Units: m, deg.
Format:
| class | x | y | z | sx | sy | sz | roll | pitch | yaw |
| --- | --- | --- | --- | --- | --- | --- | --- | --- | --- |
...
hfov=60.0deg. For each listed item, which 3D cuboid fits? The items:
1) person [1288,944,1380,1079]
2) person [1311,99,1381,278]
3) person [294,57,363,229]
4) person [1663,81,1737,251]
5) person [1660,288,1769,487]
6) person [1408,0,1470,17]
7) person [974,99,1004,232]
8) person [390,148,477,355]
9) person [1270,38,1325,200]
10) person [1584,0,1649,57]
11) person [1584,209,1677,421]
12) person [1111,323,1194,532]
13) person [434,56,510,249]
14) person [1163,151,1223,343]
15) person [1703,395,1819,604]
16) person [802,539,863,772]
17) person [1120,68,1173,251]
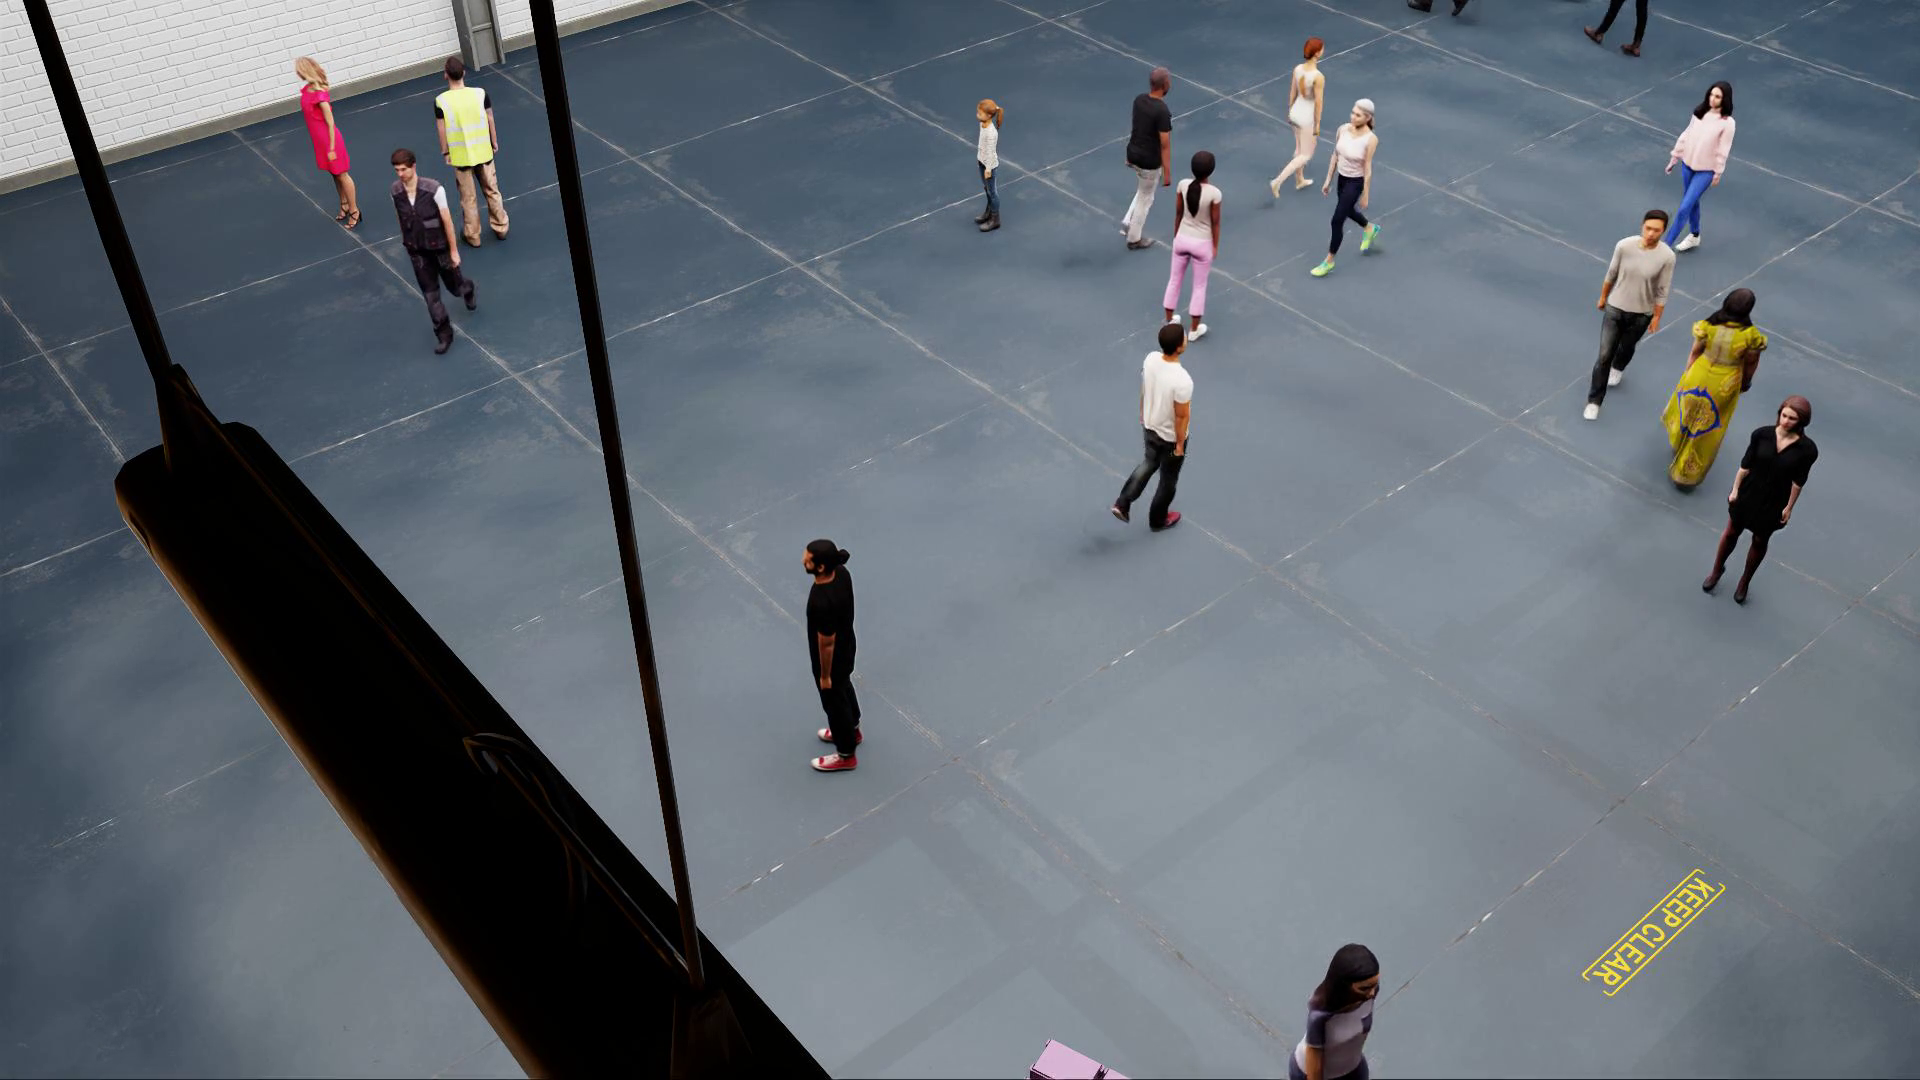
| class | x | y | z | sx | sy | sz | roll | pitch | yaw |
| --- | --- | --- | --- | --- | --- | --- | --- | --- | --- |
| person | 1.720 | 2.510 | 8.101 | 1.062 | 1.690 | 0.806 | -19 | 42 | -22 |
| person | 3.670 | -3.298 | 15.384 | 1.152 | 1.674 | 0.729 | -21 | 43 | -24 |
| person | -6.080 | -3.851 | 16.036 | 0.553 | 1.727 | 0.584 | -23 | 44 | -27 |
| person | 6.958 | -3.455 | 15.537 | 1.138 | 1.730 | 0.830 | -16 | 41 | -19 |
| person | 5.723 | -1.129 | 12.704 | 0.933 | 1.630 | 1.144 | 27 | 46 | 29 |
| person | 5.966 | -7.260 | 20.230 | 1.014 | 1.820 | 1.062 | 19 | 42 | 22 |
| person | 0.284 | -3.641 | 16.105 | 0.560 | 1.312 | 0.530 | -10 | 40 | -12 |
| person | -4.532 | -2.554 | 14.336 | 1.084 | 1.821 | 1.114 | 1 | 39 | 1 |
| person | 3.359 | -4.150 | 16.490 | 0.945 | 1.626 | 0.607 | -24 | 44 | -27 |
| person | 7.983 | -6.533 | 19.326 | 0.999 | 1.811 | 0.894 | -19 | 42 | -22 |
| person | 5.498 | -1.919 | 13.586 | 0.982 | 1.766 | 1.264 | 18 | 42 | 21 |
| person | 1.418 | -0.779 | 12.136 | 0.834 | 1.793 | 0.658 | -25 | 45 | -28 |
| person | -4.624 | -3.661 | 15.706 | 0.667 | 1.842 | 0.790 | -21 | 43 | -25 |
| person | 2.022 | -2.554 | 14.402 | 0.622 | 1.738 | 0.613 | 21 | 43 | 25 |
| person | 5.597 | -0.291 | 11.596 | 0.630 | 1.704 | 0.569 | 26 | 45 | 28 |
| person | -0.780 | 0.700 | 10.314 | 0.742 | 1.755 | 0.694 | 1 | 39 | 2 |
| person | 1.678 | -3.516 | 15.571 | 0.716 | 1.783 | 0.751 | -20 | 43 | -23 |
